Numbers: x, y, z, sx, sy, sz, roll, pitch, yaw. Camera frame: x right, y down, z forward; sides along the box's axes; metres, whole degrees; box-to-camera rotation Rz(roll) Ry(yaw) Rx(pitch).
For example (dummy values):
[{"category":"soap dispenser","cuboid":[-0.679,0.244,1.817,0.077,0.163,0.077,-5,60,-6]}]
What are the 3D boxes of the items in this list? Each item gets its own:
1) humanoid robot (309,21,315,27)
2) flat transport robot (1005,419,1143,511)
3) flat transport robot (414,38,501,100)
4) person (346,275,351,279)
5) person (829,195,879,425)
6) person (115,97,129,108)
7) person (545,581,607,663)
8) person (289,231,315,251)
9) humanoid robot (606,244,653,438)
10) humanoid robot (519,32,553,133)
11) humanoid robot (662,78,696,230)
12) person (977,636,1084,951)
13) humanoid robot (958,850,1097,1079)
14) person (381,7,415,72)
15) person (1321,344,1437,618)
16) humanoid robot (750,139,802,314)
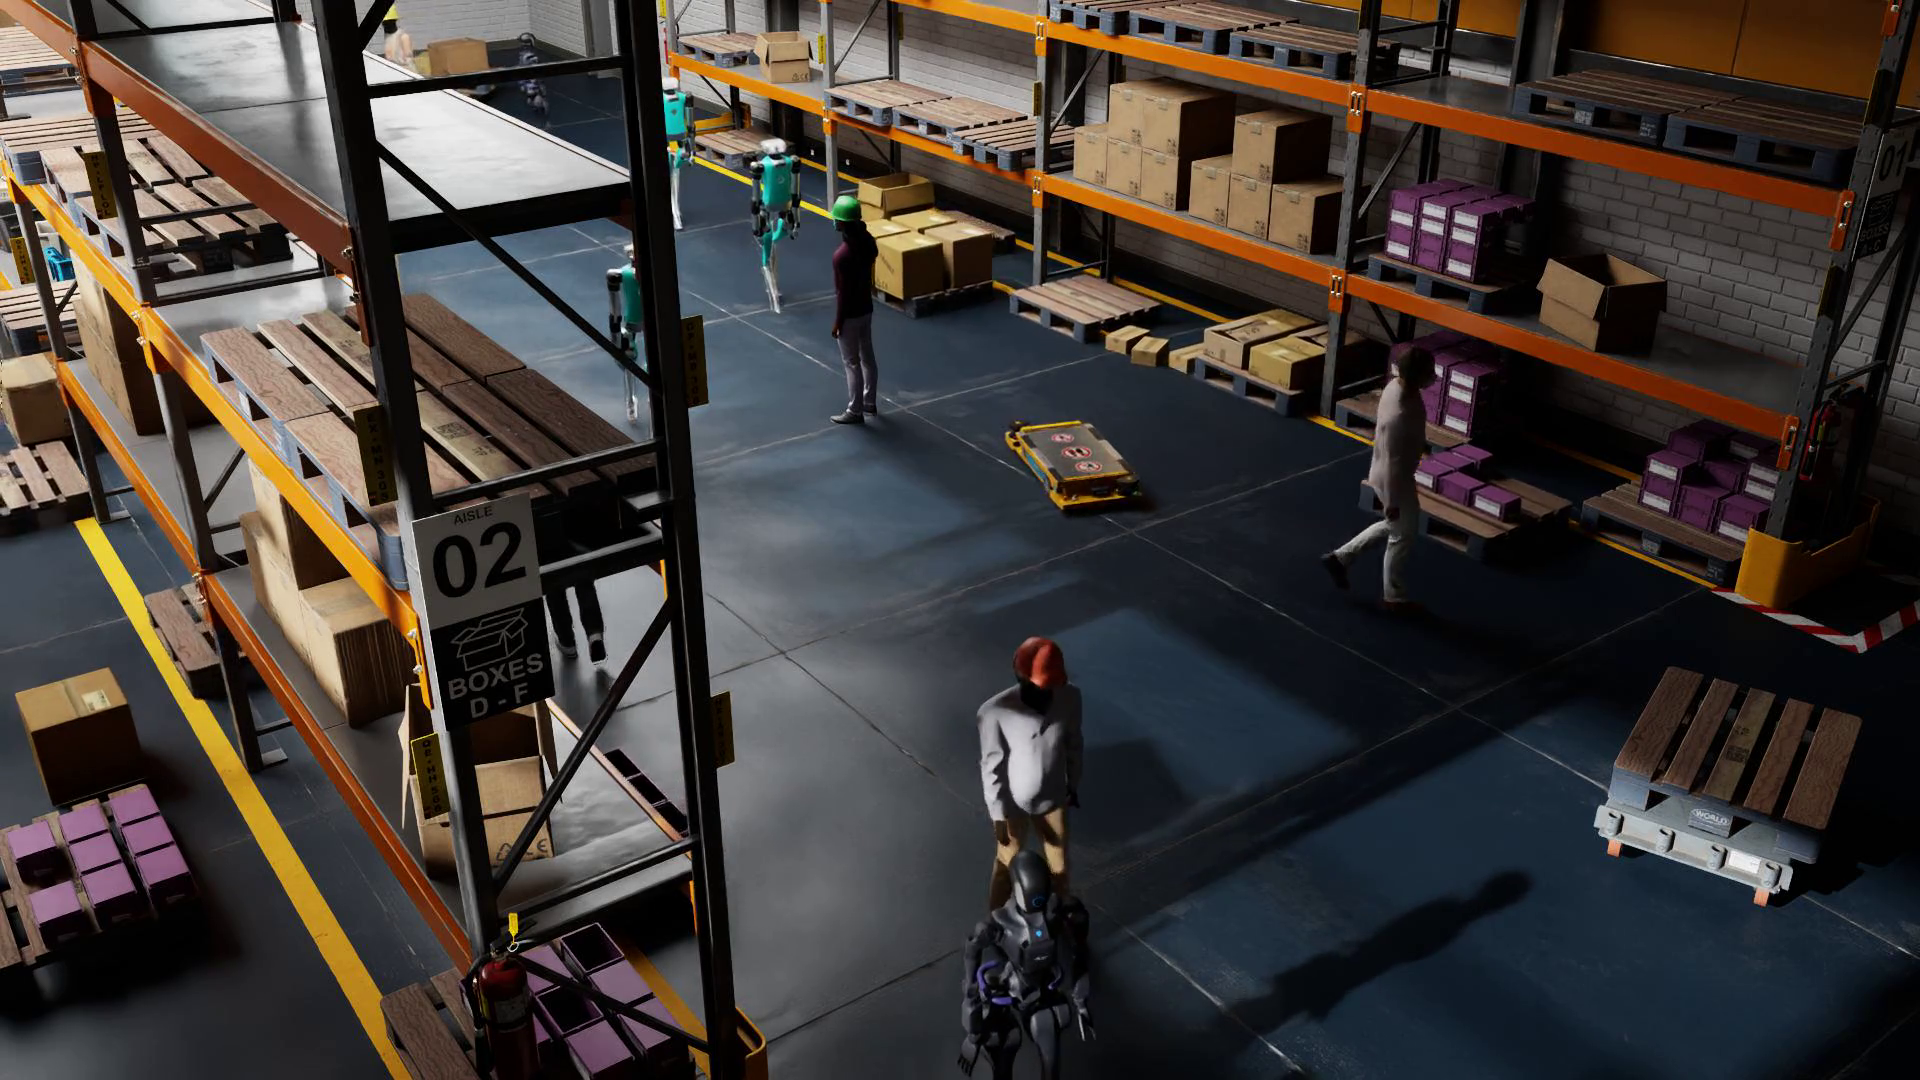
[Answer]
[{"category":"humanoid robot","cuboid":[-8.723,-6.353,23.054,0.430,1.643,0.594,-19,32,-32]},{"category":"flat transport robot","cuboid":[0.887,-0.629,13.239,0.659,0.231,1.431,-8,28,-15]},{"category":"flat transport robot","cuboid":[-7.736,-6.889,25.690,0.659,0.231,1.431,0,27,1]},{"category":"person","cuboid":[-4.957,-1.860,14.088,0.798,1.709,0.592,8,28,15]},{"category":"person","cuboid":[-0.882,-1.908,13.912,0.417,1.953,0.488,14,30,25]},{"category":"person","cuboid":[-10.512,-5.317,20.662,0.404,1.984,0.612,5,27,10]},{"category":"person","cuboid":[-2.481,-0.047,10.341,0.544,1.827,0.555,-13,29,-24]},{"category":"person","cuboid":[-5.980,-2.425,15.302,0.287,1.627,0.500,-7,27,-13]},{"category":"humanoid robot","cuboid":[-2.656,-1.666,13.731,0.531,1.785,1.028,-9,28,-18]},{"category":"humanoid robot","cuboid":[-5.730,-5.975,22.320,0.415,1.646,0.588,-18,32,-32]},{"category":"humanoid robot","cuboid":[-3.369,-4.520,19.341,0.544,1.744,0.956,-12,29,-23]},{"category":"person","cuboid":[0.353,1.214,7.935,0.576,1.738,0.359,-12,29,-22]},{"category":"humanoid robot","cuboid":[0.268,1.882,6.682,0.589,1.640,0.358,-11,29,-21]},{"category":"person","cuboid":[-7.655,-6.296,22.673,0.604,1.916,0.420,22,34,37]},{"category":"person","cuboid":[2.821,-0.389,10.926,0.658,1.917,0.637,7,27,13]},{"category":"humanoid robot","cuboid":[-1.915,-3.176,16.692,0.539,1.766,0.906,-15,30,-27]}]
